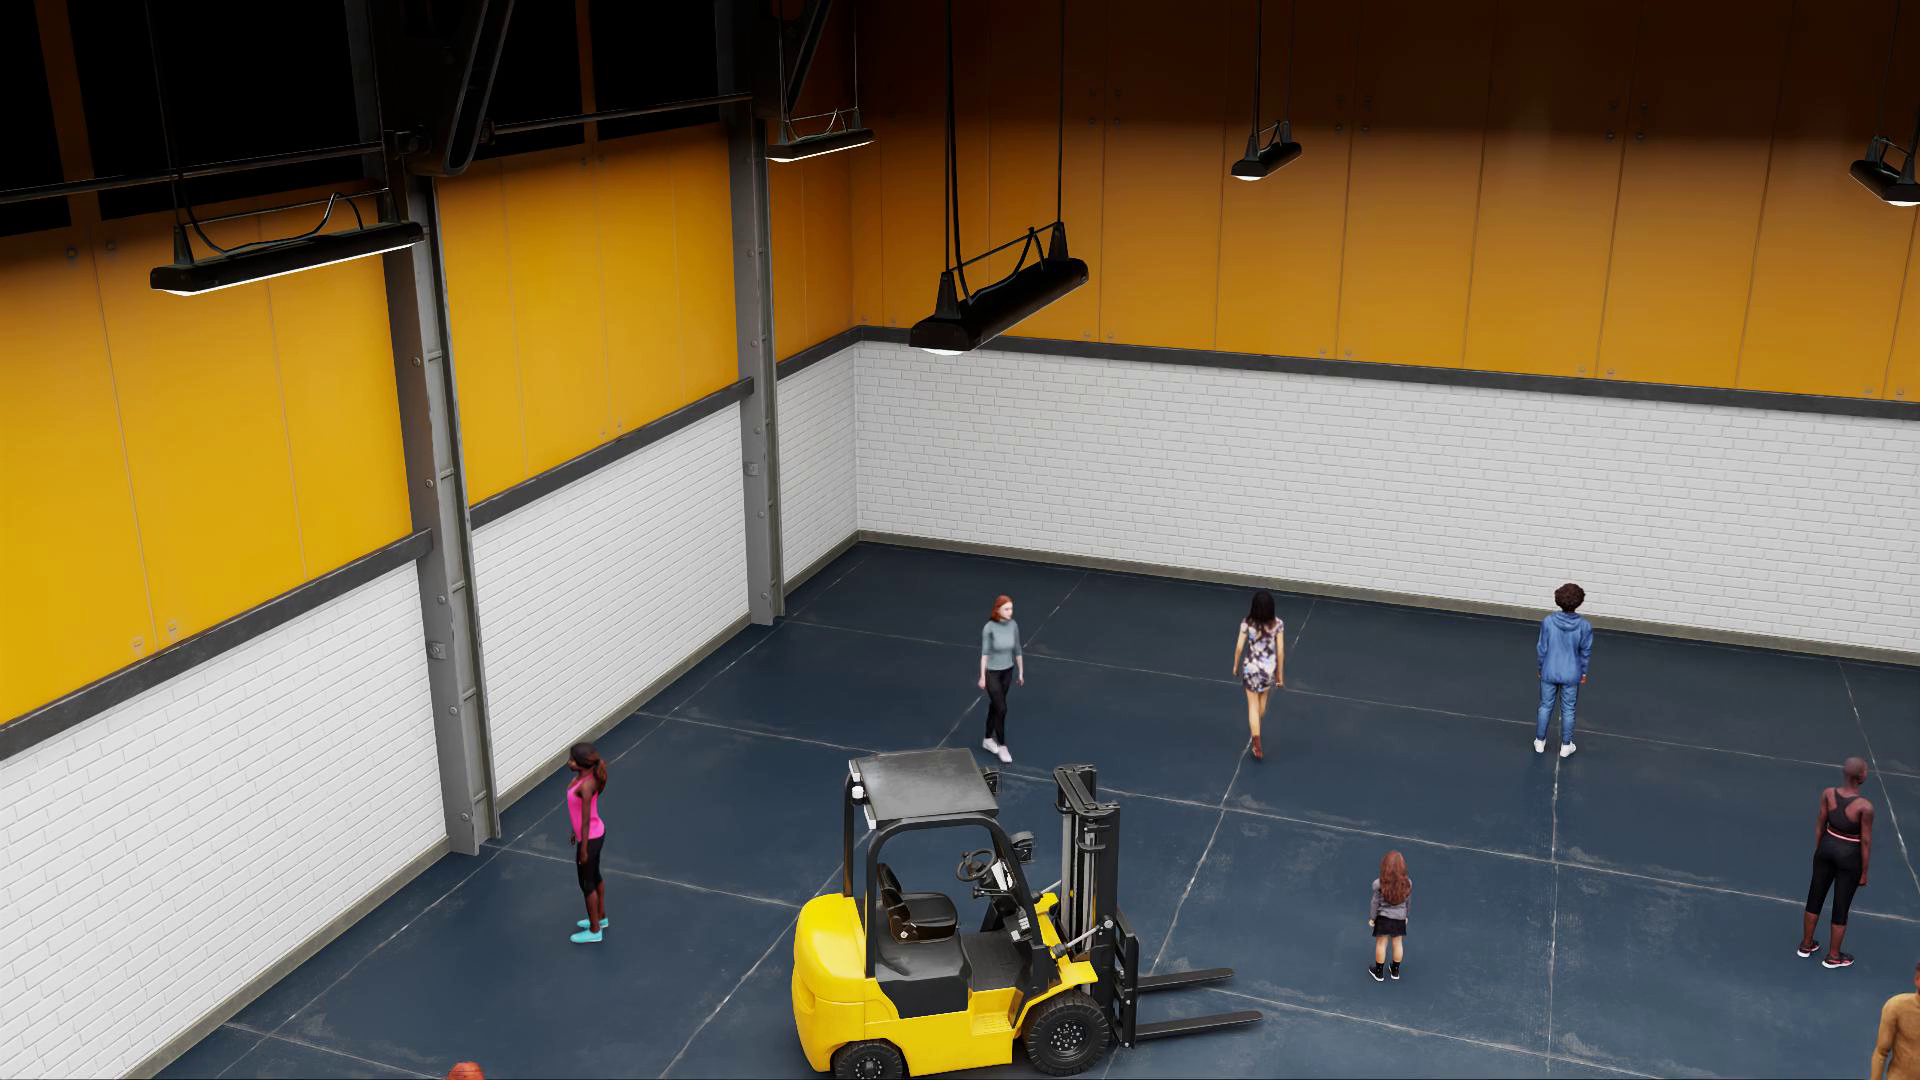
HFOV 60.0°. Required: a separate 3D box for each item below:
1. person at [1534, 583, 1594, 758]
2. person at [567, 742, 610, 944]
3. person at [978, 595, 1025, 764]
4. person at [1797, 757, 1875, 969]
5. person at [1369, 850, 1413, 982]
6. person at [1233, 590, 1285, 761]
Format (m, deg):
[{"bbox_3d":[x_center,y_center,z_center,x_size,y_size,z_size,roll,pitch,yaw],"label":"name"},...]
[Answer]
[{"bbox_3d":[6.054,1.297,16.726,0.692,1.811,0.600,9,21,25],"label":"person"},{"bbox_3d":[-2.988,2.420,13.529,0.736,1.722,0.667,-2,19,-7],"label":"person"},{"bbox_3d":[0.338,1.350,16.705,0.845,1.723,0.887,-12,22,-32],"label":"person"},{"bbox_3d":[6.938,2.527,13.149,0.706,1.763,0.674,-12,22,-32],"label":"person"},{"bbox_3d":[3.363,2.925,12.997,0.532,1.105,0.549,-2,19,-5],"label":"person"},{"bbox_3d":[3.003,1.378,16.673,0.864,1.690,1.168,0,19,1],"label":"person"}]
